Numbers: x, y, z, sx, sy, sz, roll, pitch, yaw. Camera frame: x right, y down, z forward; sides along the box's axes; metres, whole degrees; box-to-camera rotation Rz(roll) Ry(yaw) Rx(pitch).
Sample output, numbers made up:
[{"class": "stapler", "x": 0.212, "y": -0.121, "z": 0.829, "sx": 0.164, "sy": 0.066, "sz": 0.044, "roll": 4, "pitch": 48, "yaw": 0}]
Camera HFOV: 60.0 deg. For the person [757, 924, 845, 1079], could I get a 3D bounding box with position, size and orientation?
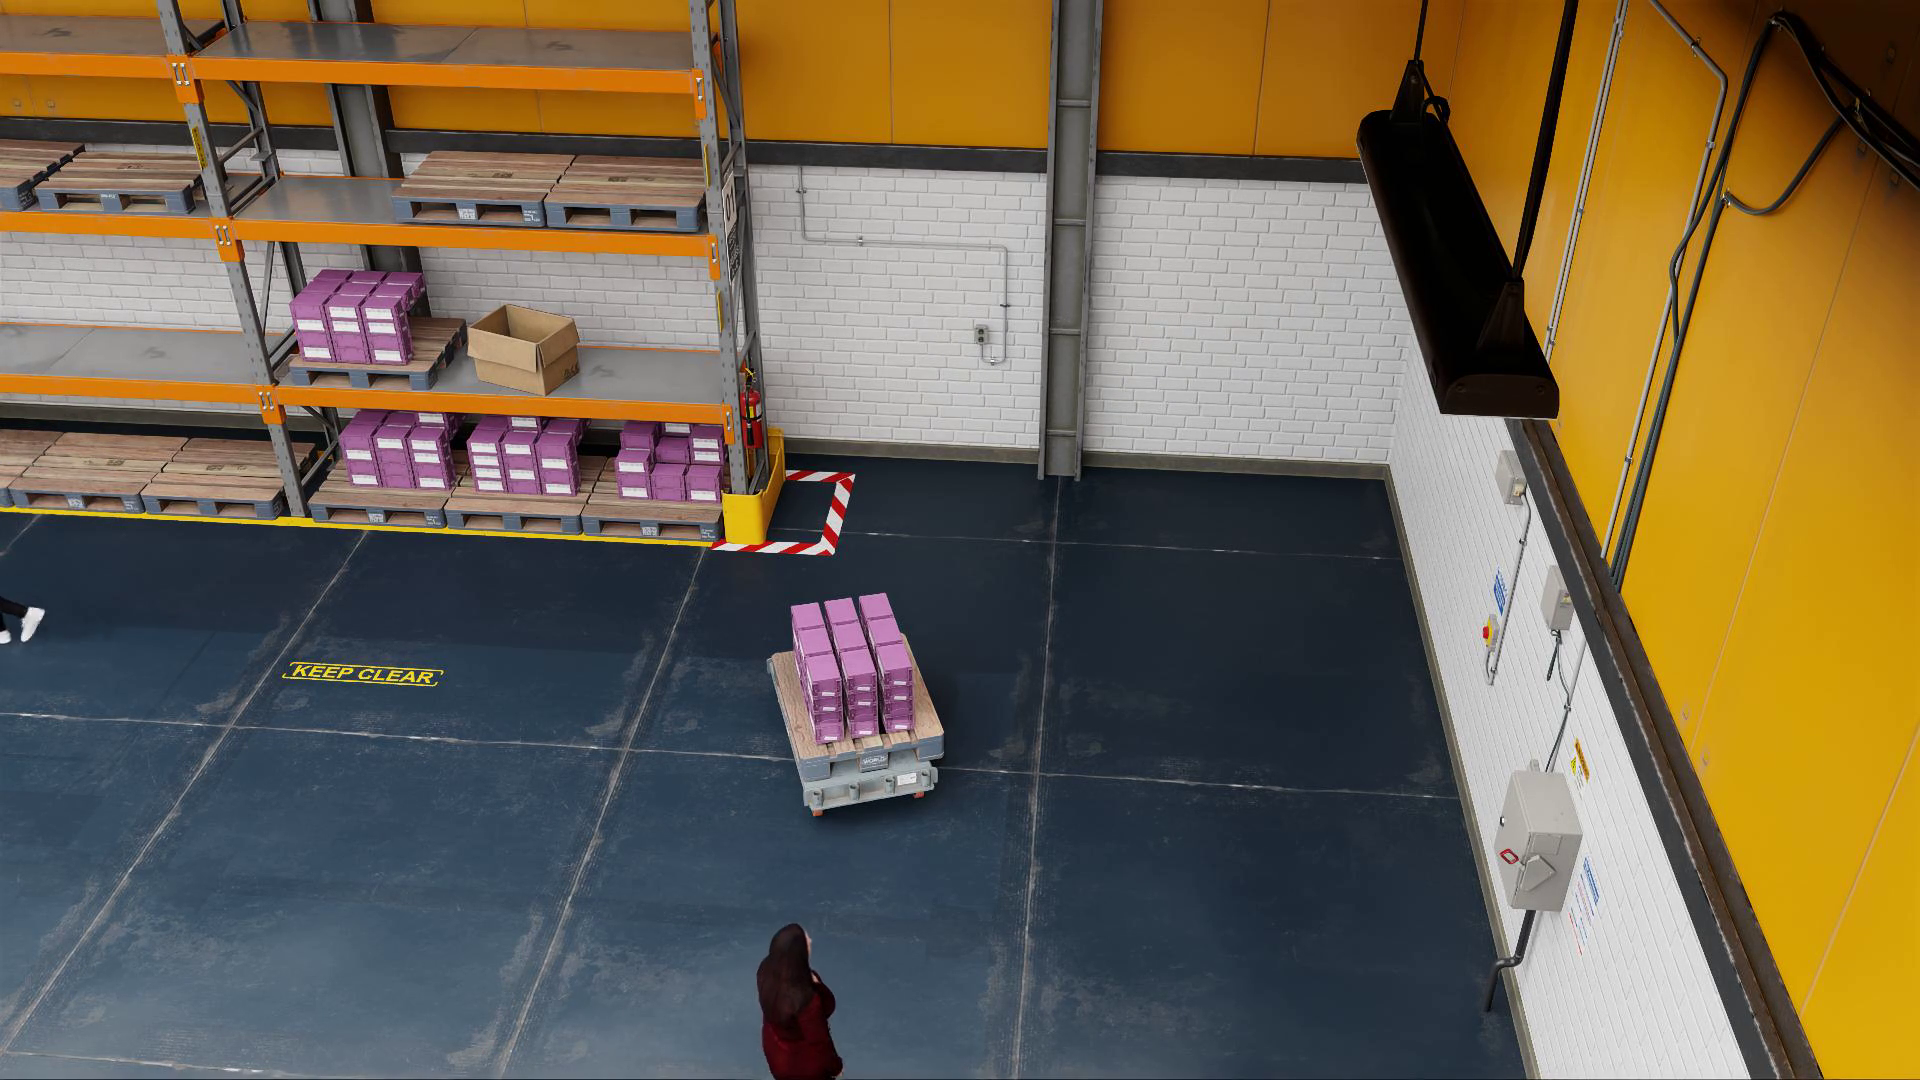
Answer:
[{"class": "person", "x": -0.930, "y": 2.754, "z": 8.731, "sx": 1.177, "sy": 1.721, "sz": 1.032, "roll": -17, "pitch": 37, "yaw": -24}]
